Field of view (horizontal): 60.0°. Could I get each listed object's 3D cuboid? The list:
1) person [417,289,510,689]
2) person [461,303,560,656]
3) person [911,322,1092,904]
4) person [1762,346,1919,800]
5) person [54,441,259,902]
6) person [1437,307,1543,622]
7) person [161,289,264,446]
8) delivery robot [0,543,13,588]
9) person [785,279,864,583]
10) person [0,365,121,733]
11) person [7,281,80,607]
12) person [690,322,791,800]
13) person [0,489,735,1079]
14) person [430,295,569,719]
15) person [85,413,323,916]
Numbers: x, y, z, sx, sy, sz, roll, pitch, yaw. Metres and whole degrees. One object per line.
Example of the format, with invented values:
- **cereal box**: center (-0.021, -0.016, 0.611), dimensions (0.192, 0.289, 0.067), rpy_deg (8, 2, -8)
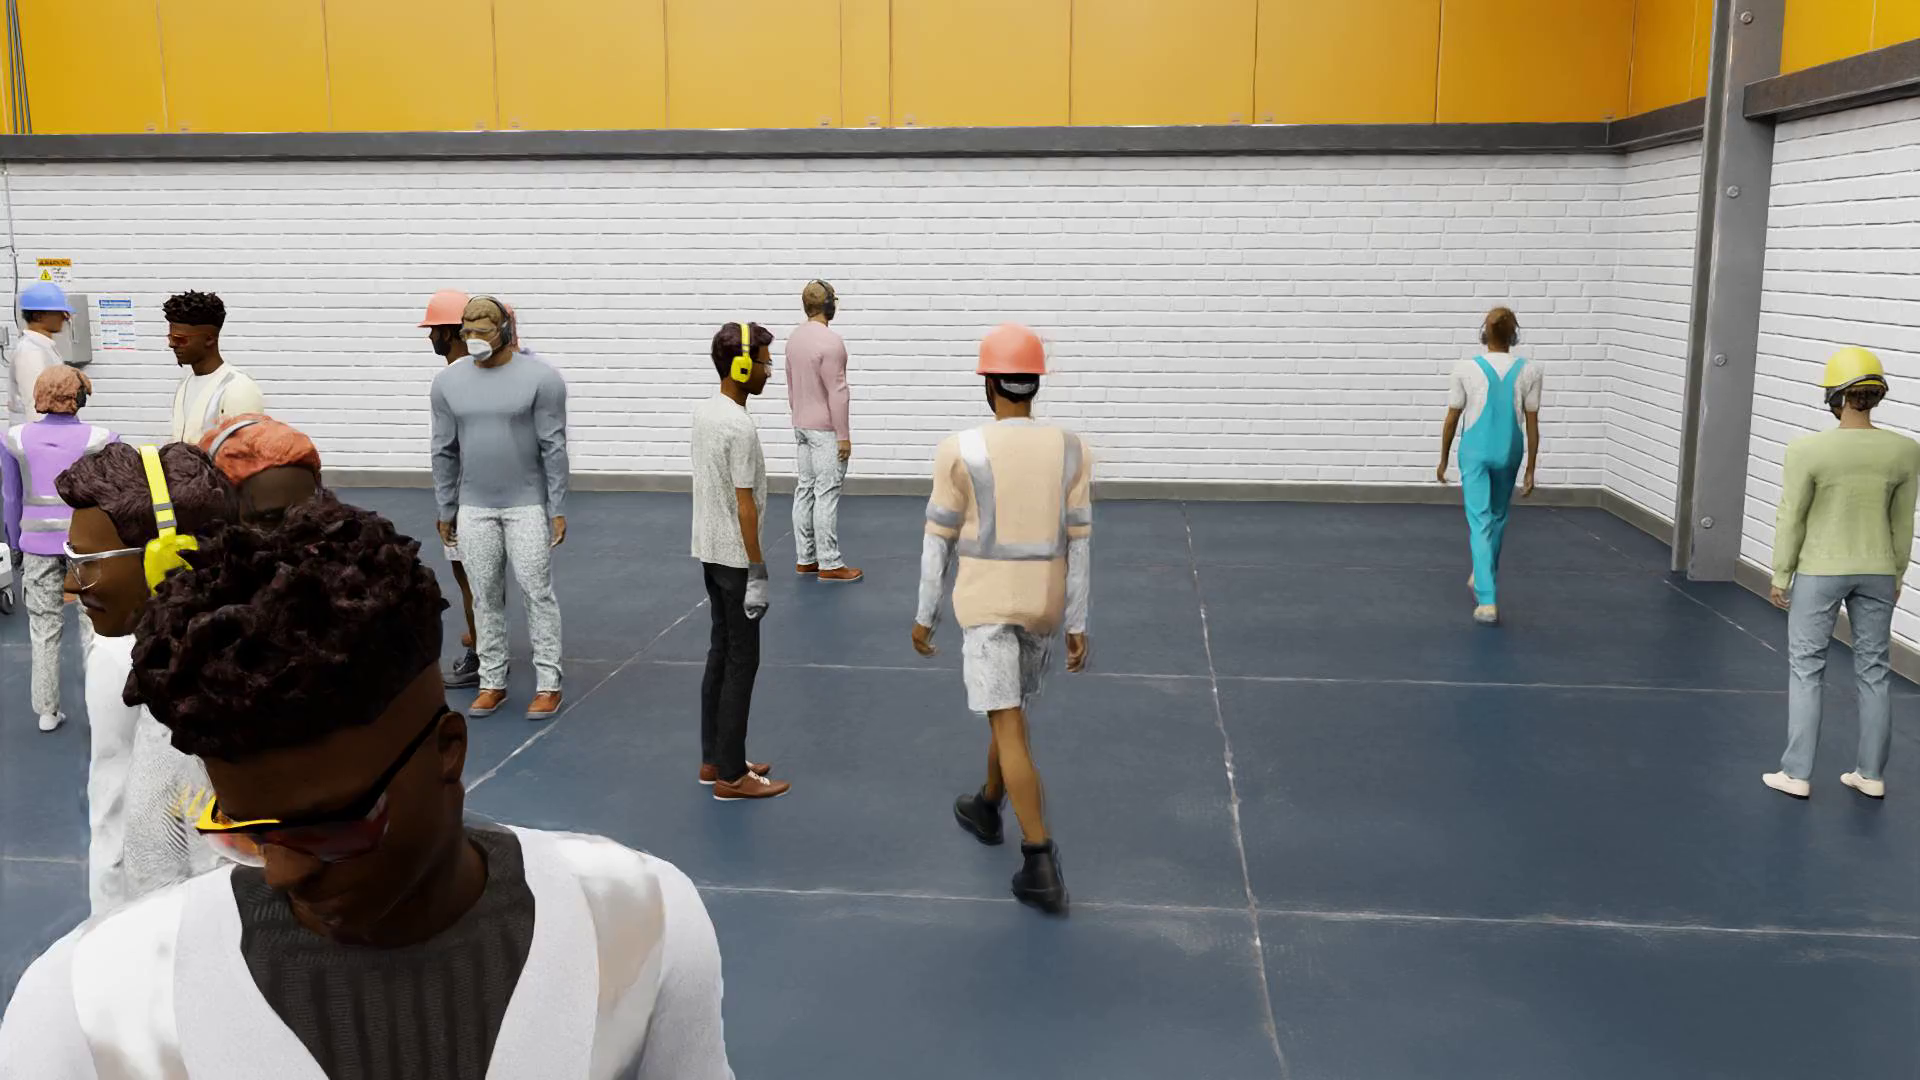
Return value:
- **person**: center (-2.426, -0.243, 8.097), dimensions (0.361, 1.935, 0.553), rpy_deg (1, 10, 4)
- **person**: center (-2.364, -0.301, 8.662), dimensions (0.713, 1.864, 0.738), rpy_deg (8, 13, 39)
- **person**: center (0.159, 0.219, 5.604), dimensions (0.565, 1.888, 0.996), rpy_deg (-4, 11, -22)
- **person**: center (3.415, 0.133, 6.468), dimensions (0.529, 1.759, 0.343), rpy_deg (0, 10, 1)
- **person**: center (-1.124, 0.772, 2.526), dimensions (0.325, 1.860, 0.513), rpy_deg (-4, 11, -20)
- **person**: center (3.086, -0.453, 9.710), dimensions (0.532, 1.794, 0.964), rpy_deg (1, 10, 6)
- **person**: center (-3.279, -0.124, 7.379), dimensions (0.599, 1.958, 0.379), rpy_deg (8, 13, 38)
- **delivery robot**: center (-5.676, 0.173, 9.402), dimensions (0.477, 0.478, 0.707), rpy_deg (-1, 10, -7)
- **person**: center (-0.886, -0.693, 10.672), dimensions (0.372, 1.940, 0.632), rpy_deg (-7, 12, -34)
- **person**: center (-3.917, 0.045, 7.328), dimensions (0.524, 1.631, 0.324), rpy_deg (-2, 10, -13)
- **person**: center (-5.474, -0.576, 9.980), dimensions (0.397, 1.945, 0.616), rpy_deg (-4, 11, -21)
- **person**: center (-0.864, 0.088, 6.451), dimensions (0.333, 1.857, 0.528), rpy_deg (-5, 11, -28)
- **person**: center (-0.477, 0.901, 1.548), dimensions (0.724, 1.941, 0.431), rpy_deg (-6, 12, -32)
- **person**: center (-2.085, -0.143, 7.565), dimensions (0.635, 1.928, 0.381), rpy_deg (1, 10, 5)
- **person**: center (-1.304, 0.682, 3.061), dimensions (0.732, 1.863, 0.590), rpy_deg (7, 12, 36)
